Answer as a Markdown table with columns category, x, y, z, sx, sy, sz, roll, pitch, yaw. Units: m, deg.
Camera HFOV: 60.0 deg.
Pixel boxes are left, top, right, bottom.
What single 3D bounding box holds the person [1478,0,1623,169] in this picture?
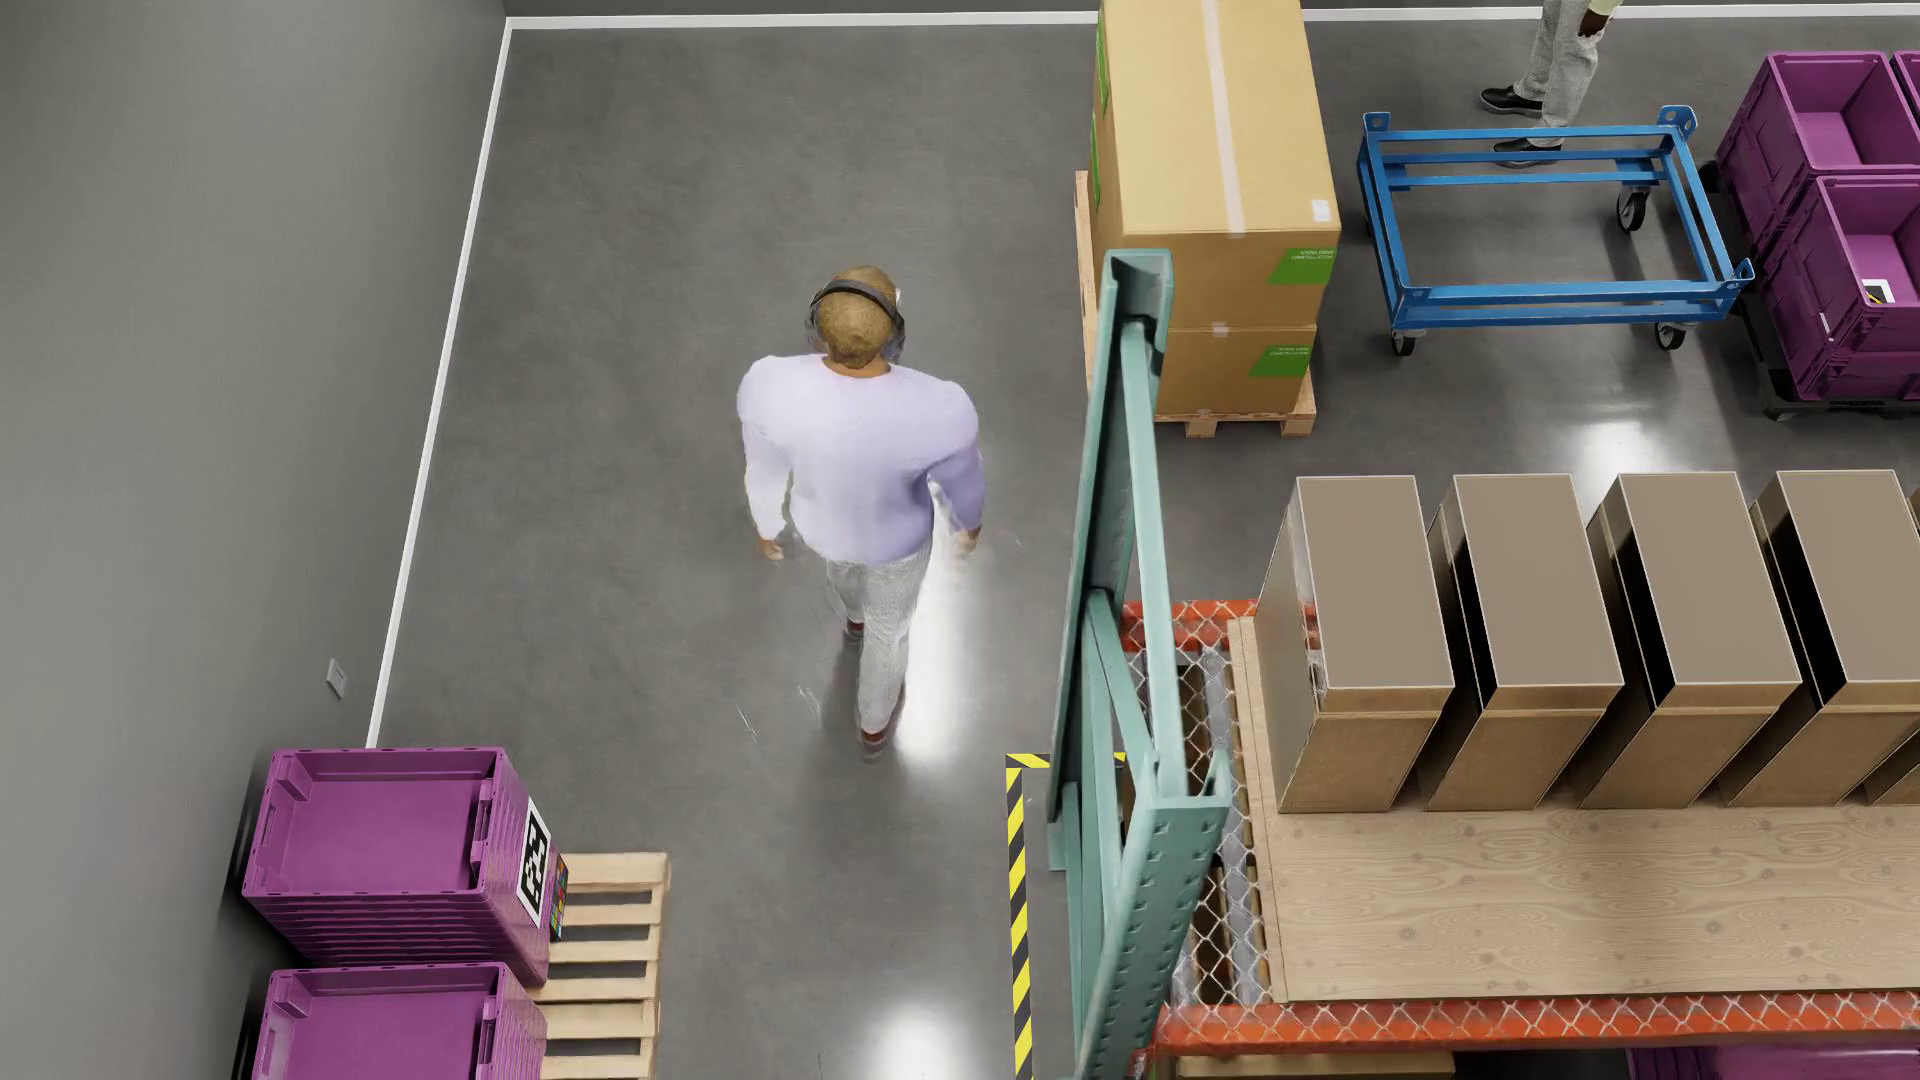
| category | x | y | z | sx | sy | sz | roll | pitch | yaw |
| --- | --- | --- | --- | --- | --- | --- | --- | --- | --- |
| person | 2.304 | -2.154 | 6.080 | 0.404 | 1.835 | 0.601 | 2 | 58 | 1 |

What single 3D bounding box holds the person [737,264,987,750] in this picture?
| category | x | y | z | sx | sy | sz | roll | pitch | yaw |
| --- | --- | --- | --- | --- | --- | --- | --- | --- | --- |
| person | -0.235 | -0.140 | 4.761 | 0.652 | 1.911 | 0.839 | 10 | 58 | 7 |
